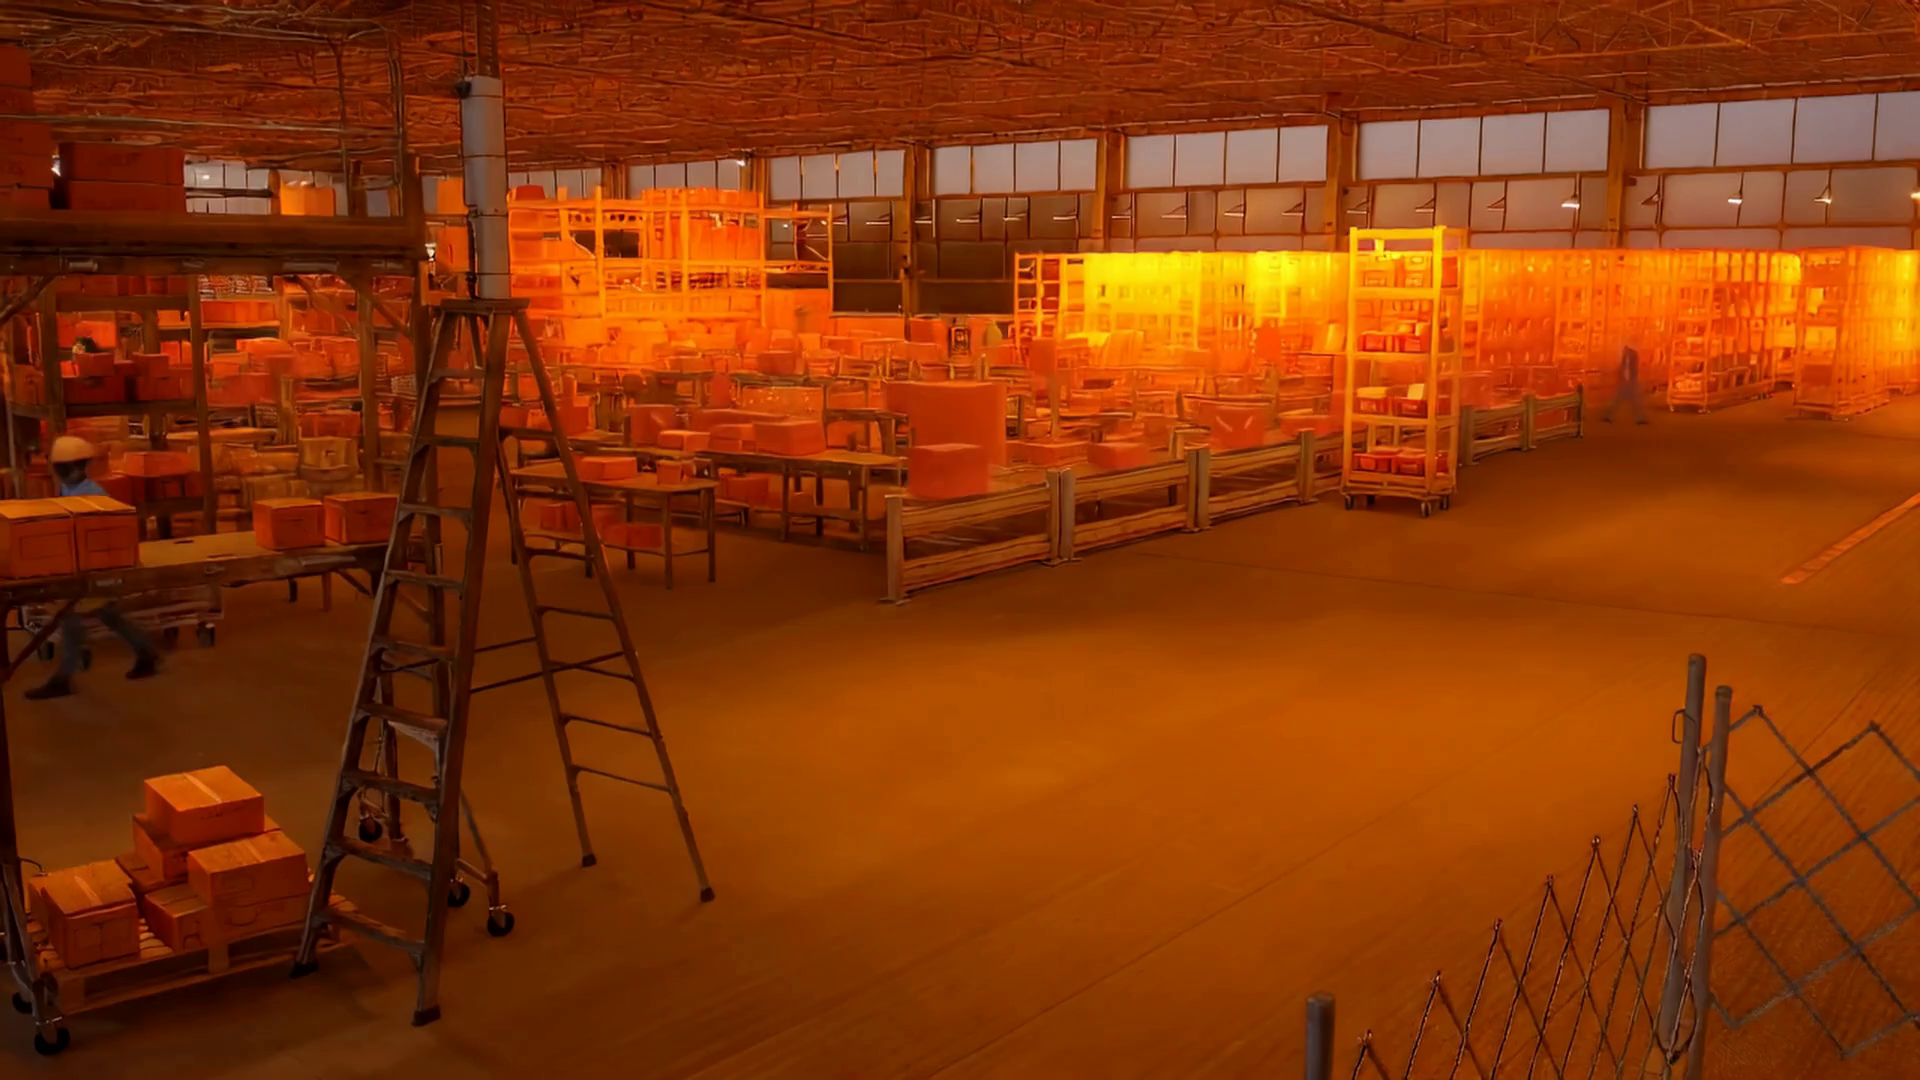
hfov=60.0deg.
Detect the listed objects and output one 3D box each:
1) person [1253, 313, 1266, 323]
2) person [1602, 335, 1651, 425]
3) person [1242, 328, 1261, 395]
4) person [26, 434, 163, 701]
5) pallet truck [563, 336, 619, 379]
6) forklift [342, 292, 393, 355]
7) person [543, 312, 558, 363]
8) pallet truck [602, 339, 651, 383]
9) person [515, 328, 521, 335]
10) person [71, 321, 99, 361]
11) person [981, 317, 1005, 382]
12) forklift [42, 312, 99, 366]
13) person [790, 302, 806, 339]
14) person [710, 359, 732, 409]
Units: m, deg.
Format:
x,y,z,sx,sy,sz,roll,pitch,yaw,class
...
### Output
x,y,z,sx,sy,sz,roll,pitch,yaw,class
9.210,-6.055,50.554,0.878,2.018,0.618,7,11,36,person
13.501,-3.245,33.660,0.585,1.804,0.960,-7,12,-39,person
6.911,-4.141,39.387,0.412,1.753,0.536,5,10,28,person
-6.328,0.162,12.110,0.546,1.898,0.980,9,13,43,person
-10.690,-5.294,48.215,1.601,1.201,0.680,-5,10,-26,pallet truck
-16.485,-5.622,45.120,1.129,2.768,1.873,7,11,37,forklift
-13.797,-6.800,55.983,0.531,1.746,0.579,6,11,34,person
-8.991,-4.871,45.351,0.653,1.274,1.630,7,11,37,pallet truck
-12.687,-5.396,47.066,0.597,1.805,0.802,-1,9,-8,person
-18.420,-3.577,35.008,0.437,2.028,0.604,3,9,16,person
0.915,-5.026,44.516,0.639,1.885,0.473,-7,12,-39,person
-23.779,-5.451,44.052,1.873,2.768,1.129,7,11,36,forklift
-6.443,-8.385,65.382,0.657,1.904,0.933,7,12,39,person
-3.918,-2.155,27.364,0.266,1.631,0.507,-9,12,-43,person
